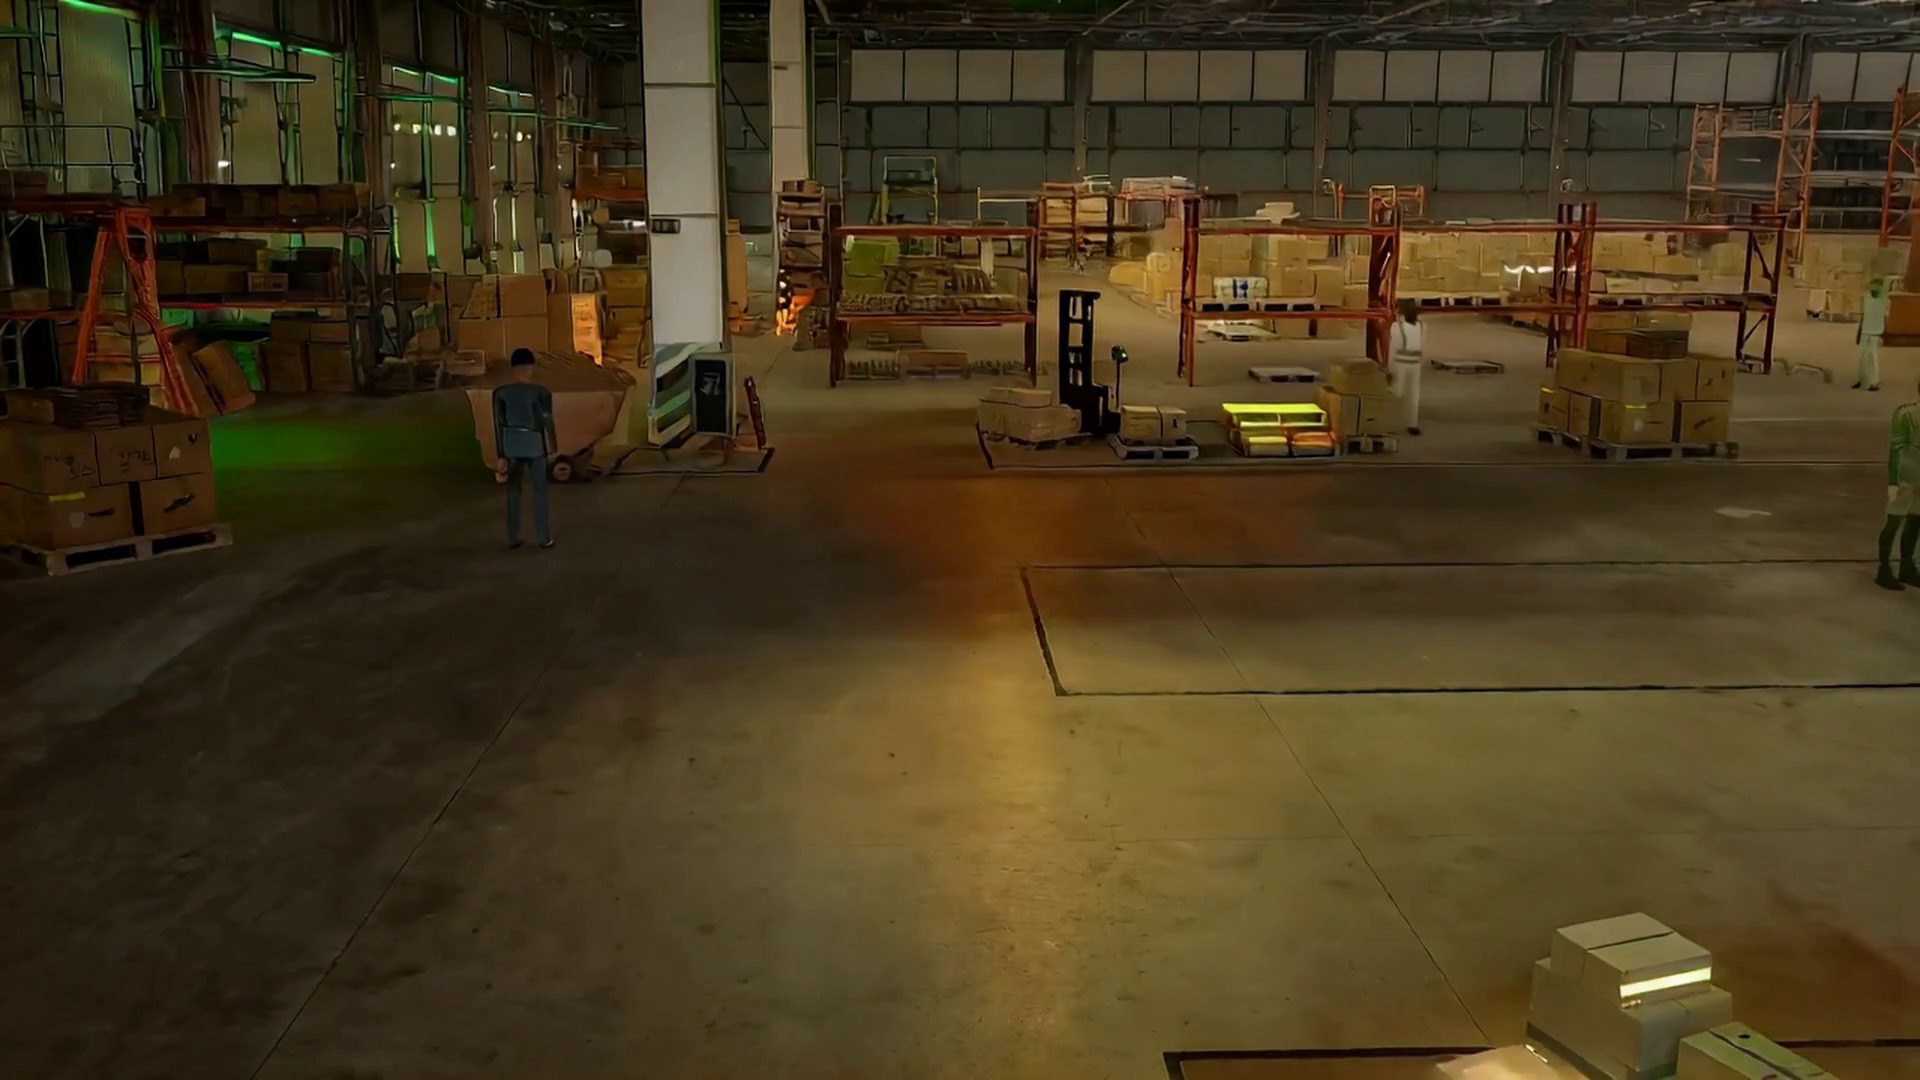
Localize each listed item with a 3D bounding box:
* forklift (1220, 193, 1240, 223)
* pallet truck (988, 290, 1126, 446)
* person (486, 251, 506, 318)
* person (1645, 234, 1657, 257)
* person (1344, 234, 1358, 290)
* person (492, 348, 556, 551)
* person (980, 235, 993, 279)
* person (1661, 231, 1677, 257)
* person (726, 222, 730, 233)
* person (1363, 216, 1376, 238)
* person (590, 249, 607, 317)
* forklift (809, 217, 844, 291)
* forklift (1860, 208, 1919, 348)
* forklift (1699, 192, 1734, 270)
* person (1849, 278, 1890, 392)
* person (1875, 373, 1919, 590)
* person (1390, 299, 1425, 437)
[{"bbox_3d":[9.149,-10.376,56.567,1.873,2.768,1.129,8,15,31],"label":"forklift"},{"bbox_3d":[1.257,-2.299,22.111,1.885,1.965,0.823,-9,15,-35],"label":"pallet truck"},{"bbox_3d":[-11.441,-6.267,40.868,0.524,1.632,0.323,12,17,42],"label":"person"},{"bbox_3d":[19.858,-7.959,48.149,0.629,1.789,0.937,-7,14,-29],"label":"person"},{"bbox_3d":[11.944,-8.617,50.770,0.372,1.940,0.630,10,16,39],"label":"person"},{"bbox_3d":[-4.118,-0.854,15.783,0.584,1.918,0.408,1,13,3],"label":"person"},{"bbox_3d":[0.782,-7.992,47.947,0.372,1.940,0.631,-5,13,-21],"label":"person"},{"bbox_3d":[20.676,-8.074,48.424,0.596,1.889,0.591,-8,15,-34],"label":"person"},{"bbox_3d":[-7.693,-9.482,54.695,0.356,1.930,0.587,2,13,11],"label":"person"},{"bbox_3d":[14.894,-10.733,60.198,0.612,1.995,0.376,3,13,15],"label":"person"},{"bbox_3d":[-8.947,-6.345,41.073,0.531,1.692,0.320,8,15,33],"label":"person"},{"bbox_3d":[-4.375,-8.619,48.637,1.873,2.768,1.129,0,12,-2],"label":"forklift"},{"bbox_3d":[19.686,-5.373,33.979,1.873,2.768,1.129,0,12,-2],"label":"forklift"},{"bbox_3d":[27.551,-11.201,60.292,1.873,2.768,1.129,0,12,-2],"label":"forklift"},{"bbox_3d":[14.917,-3.359,27.223,0.332,1.859,0.531,-6,14,-26],"label":"person"},{"bbox_3d":[8.208,-0.528,14.273,0.542,1.929,0.374,-4,13,-16],"label":"person"},{"bbox_3d":[6.058,-2.364,22.724,0.587,1.860,0.764,-6,14,-25],"label":"person"}]
